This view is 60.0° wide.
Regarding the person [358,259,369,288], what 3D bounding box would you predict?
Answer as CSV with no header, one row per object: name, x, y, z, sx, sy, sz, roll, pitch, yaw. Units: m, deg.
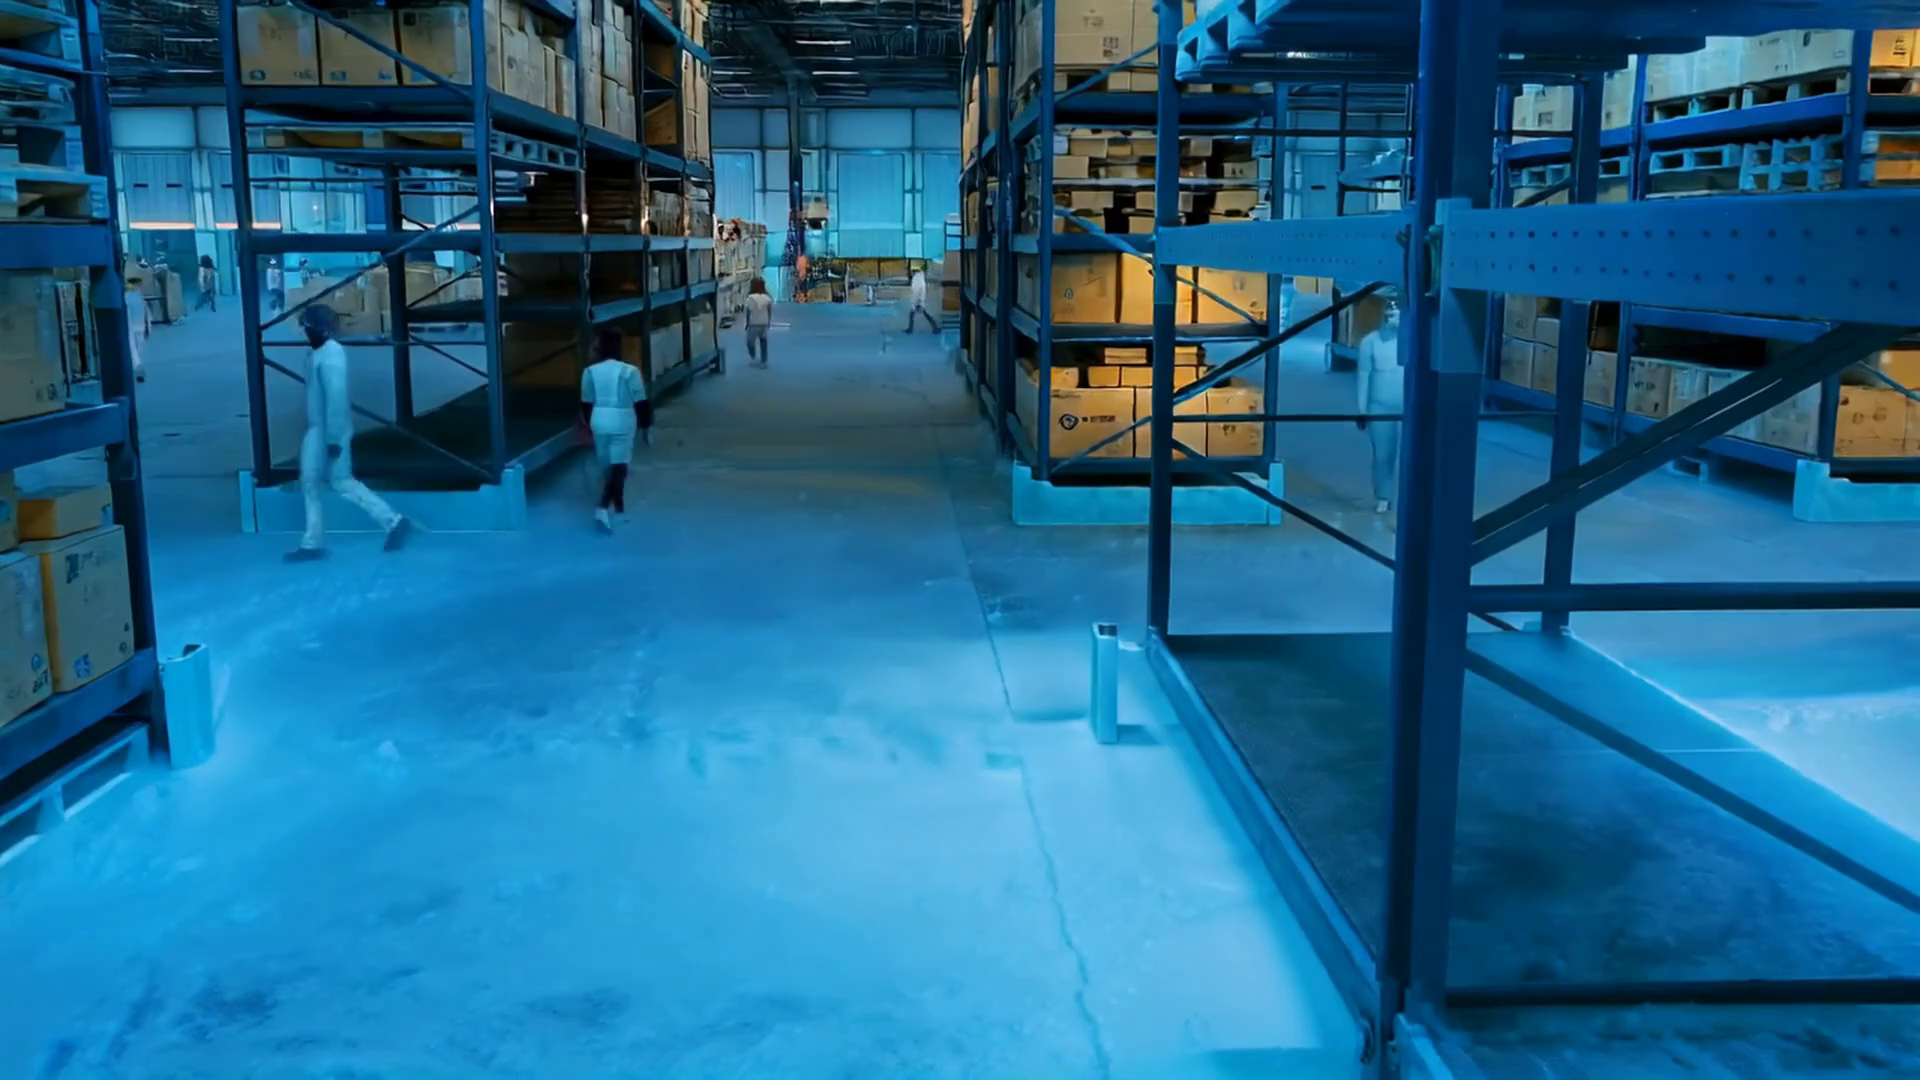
person,-20.737,-8.929,58.058,0.515,1.730,0.492,-1,10,-6

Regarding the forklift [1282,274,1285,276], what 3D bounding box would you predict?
forklift,12.224,-10.385,62.972,1.129,2.768,1.873,0,10,-2

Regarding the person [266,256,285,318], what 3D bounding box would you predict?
person,-21.119,-7.810,51.368,0.634,1.904,0.590,5,12,28

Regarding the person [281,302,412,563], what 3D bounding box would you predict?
person,-4.557,-0.788,12.224,0.851,1.913,0.640,-7,12,-32

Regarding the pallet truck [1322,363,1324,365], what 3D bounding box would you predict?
pallet truck,7.712,-4.157,30.737,1.885,1.965,0.823,3,11,16

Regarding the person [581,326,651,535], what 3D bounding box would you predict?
person,-2.834,-0.887,13.437,0.526,1.669,0.803,4,11,20

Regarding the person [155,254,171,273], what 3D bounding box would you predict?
person,-30.809,-10.115,64.291,1.041,1.881,0.546,6,12,32

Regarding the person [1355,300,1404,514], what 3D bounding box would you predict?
person,3.681,-1.098,14.084,0.657,1.856,0.955,2,10,14

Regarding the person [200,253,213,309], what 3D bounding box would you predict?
person,-26.347,-9.070,58.246,0.397,1.946,0.617,-5,11,-24

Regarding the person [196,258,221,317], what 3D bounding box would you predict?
person,-23.439,-7.848,51.789,0.604,1.826,0.631,-9,13,-40

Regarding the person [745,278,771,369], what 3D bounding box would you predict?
person,-3.742,-3.995,30.704,0.554,1.672,0.601,-7,12,-33

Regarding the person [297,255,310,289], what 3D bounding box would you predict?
person,-22.498,-8.870,57.281,0.806,1.903,0.595,-3,10,-14

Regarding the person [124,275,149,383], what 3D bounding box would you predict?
person,-13.802,-3.511,27.702,0.856,1.800,0.585,7,12,35

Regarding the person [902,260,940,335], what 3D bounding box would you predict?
person,-0.976,-6.121,42.006,0.921,1.897,0.536,4,11,19
